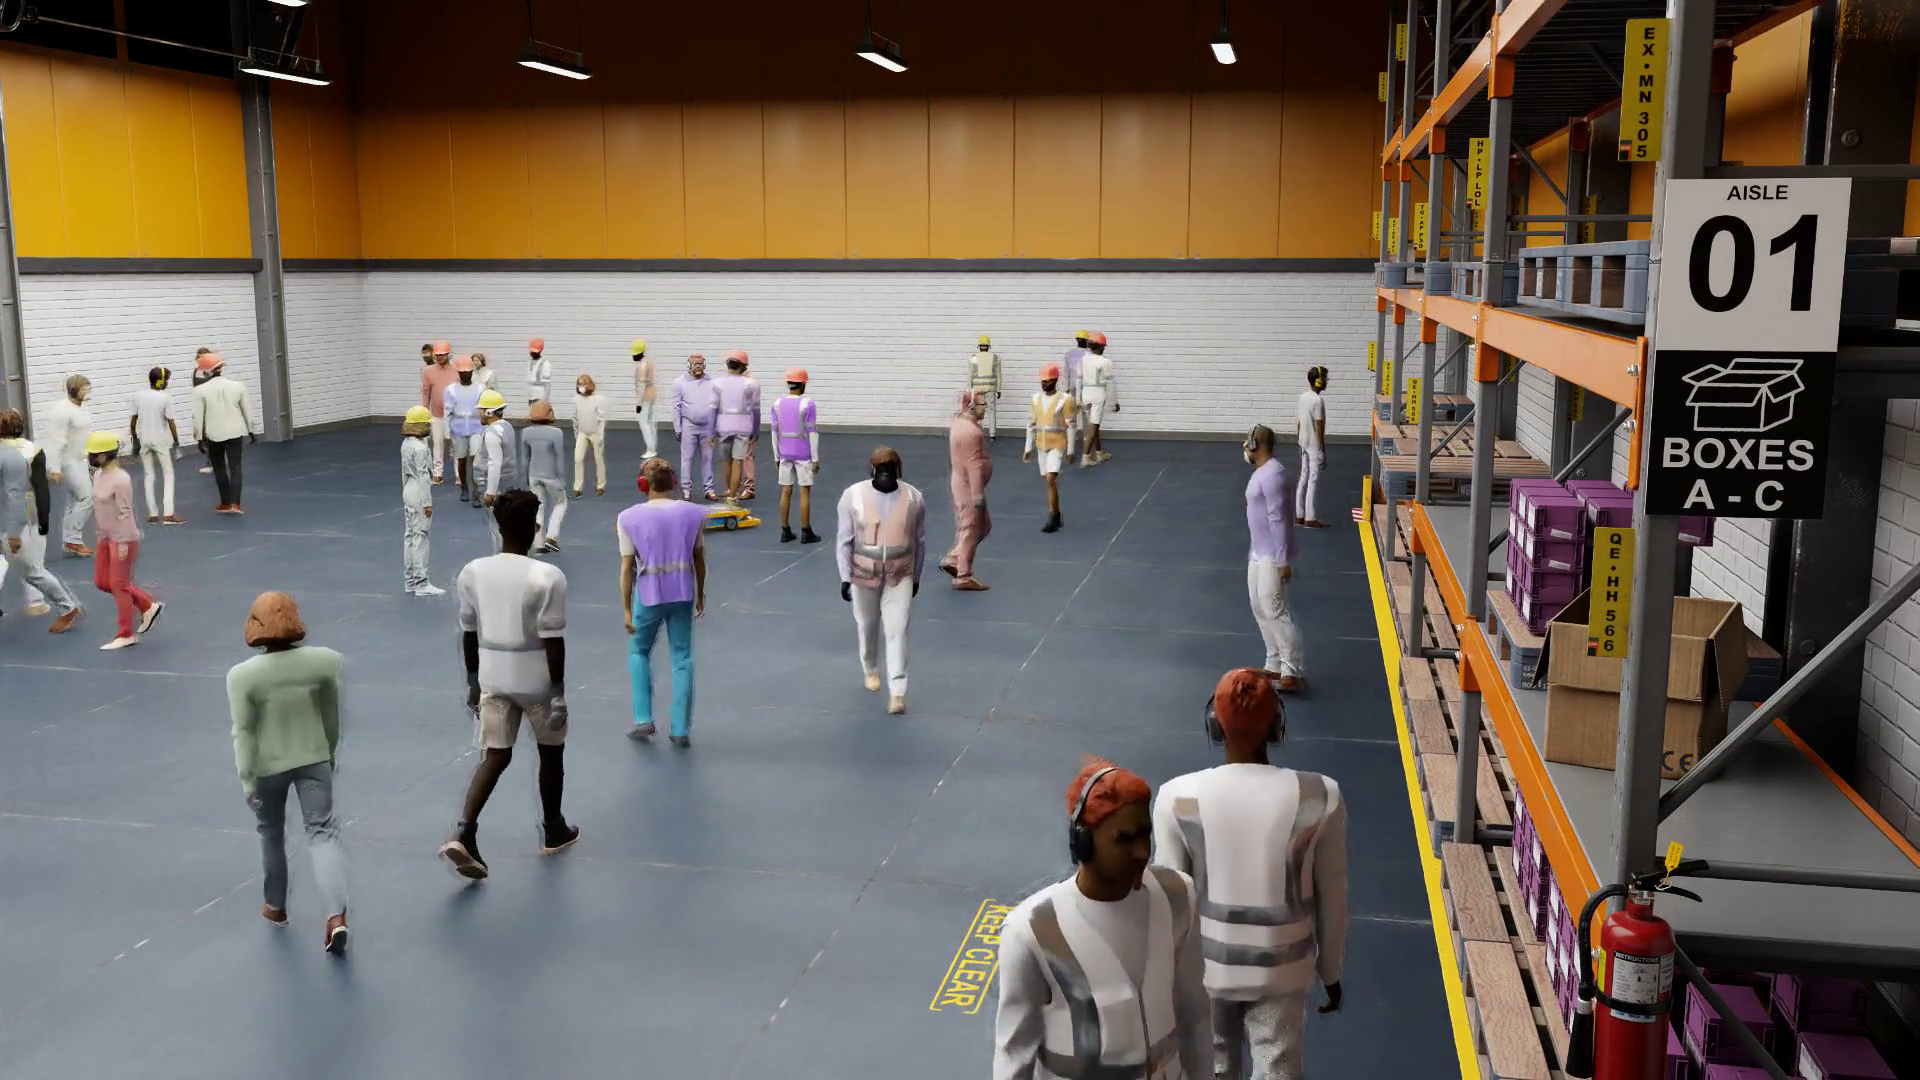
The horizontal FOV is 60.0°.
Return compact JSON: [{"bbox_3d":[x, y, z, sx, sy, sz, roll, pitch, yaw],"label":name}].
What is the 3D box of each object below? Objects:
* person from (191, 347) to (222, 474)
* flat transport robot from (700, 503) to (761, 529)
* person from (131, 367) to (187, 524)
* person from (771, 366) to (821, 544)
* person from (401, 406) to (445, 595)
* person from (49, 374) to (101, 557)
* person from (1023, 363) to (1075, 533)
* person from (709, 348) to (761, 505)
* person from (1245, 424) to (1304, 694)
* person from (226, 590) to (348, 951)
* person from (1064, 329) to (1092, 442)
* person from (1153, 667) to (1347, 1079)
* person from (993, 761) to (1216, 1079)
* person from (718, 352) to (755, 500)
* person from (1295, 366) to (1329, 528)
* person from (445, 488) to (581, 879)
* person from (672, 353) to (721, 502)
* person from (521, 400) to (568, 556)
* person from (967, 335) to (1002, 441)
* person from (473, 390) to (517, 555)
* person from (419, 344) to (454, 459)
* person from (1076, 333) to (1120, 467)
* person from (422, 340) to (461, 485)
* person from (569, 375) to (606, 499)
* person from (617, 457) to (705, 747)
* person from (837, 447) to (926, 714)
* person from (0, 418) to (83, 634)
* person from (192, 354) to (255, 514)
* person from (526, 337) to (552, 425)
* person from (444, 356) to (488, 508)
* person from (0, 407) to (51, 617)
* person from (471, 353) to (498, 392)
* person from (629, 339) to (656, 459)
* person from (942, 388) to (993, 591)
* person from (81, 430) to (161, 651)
[{"bbox_3d":[-10.942,-1.888,24.207,0.540,1.834,0.493,3,10,15],"label":"person"},{"bbox_3d":[-3.052,-0.239,18.974,1.431,0.197,0.652,-7,12,-38],"label":"flat transport robot"},{"bbox_3d":[-9.380,-1.088,19.399,0.609,1.840,0.419,0,9,1],"label":"person"},{"bbox_3d":[-1.772,-0.930,18.127,0.551,1.934,0.373,4,10,23],"label":"person"},{"bbox_3d":[-4.963,-0.366,15.315,0.319,1.742,0.492,-7,12,-36],"label":"person"},{"bbox_3d":[-9.102,-0.749,17.119,0.553,1.911,0.704,-1,9,-5],"label":"person"},{"bbox_3d":[0.979,-1.042,18.877,0.548,1.909,0.738,7,12,38],"label":"person"},{"bbox_3d":[-2.734,-1.351,20.473,0.610,1.989,1.007,1,10,8],"label":"person"},{"bbox_3d":[2.230,0.133,11.873,0.418,1.888,0.812,0,9,0],"label":"person"},{"bbox_3d":[-2.971,1.018,7.415,0.487,1.602,0.816,-7,11,-34],"label":"person"},{"bbox_3d":[2.067,-2.631,28.426,0.585,1.920,0.383,5,11,29],"label":"person"},{"bbox_3d":[0.852,1.307,4.949,0.574,1.851,0.915,2,10,13],"label":"person"},{"bbox_3d":[0.343,1.439,4.176,0.582,1.849,0.972,-7,12,-36],"label":"person"},{"bbox_3d":[-2.876,-1.471,21.483,0.408,1.908,0.643,-9,13,-44],"label":"person"},{"bbox_3d":[4.055,-1.067,19.192,0.332,1.863,0.566,-3,10,-16],"label":"person"},{"bbox_3d":[-2.240,0.706,8.286,0.609,1.940,0.876,3,10,18],"label":"person"},{"bbox_3d":[-3.351,-1.439,21.287,0.641,1.908,0.407,-4,10,-24],"label":"person"},{"bbox_3d":[-4.332,-0.646,17.347,0.521,1.623,0.390,3,10,17],"label":"person"},{"bbox_3d":[0.413,-2.592,28.454,0.601,1.831,0.404,-1,9,-6],"label":"person"},{"bbox_3d":[-4.481,-0.531,16.039,0.404,1.832,0.600,0,9,-3],"label":"person"},{"bbox_3d":[-8.057,-2.107,25.557,0.519,1.837,0.953,2,10,14],"label":"person"},{"bbox_3d":[2.119,-2.107,25.048,0.968,1.999,0.615,-9,13,-44],"label":"person"},{"bbox_3d":[-7.066,-1.744,22.860,0.621,1.992,0.397,-1,9,-6],"label":"person"},{"bbox_3d":[-4.820,-1.327,21.504,0.514,1.604,0.687,2,10,14],"label":"person"},{"bbox_3d":[-1.888,0.386,10.550,0.592,1.824,0.612,-4,10,-25],"label":"person"},{"bbox_3d":[-0.544,0.236,11.544,0.621,1.803,0.957,-1,9,-5],"label":"person"},{"bbox_3d":[-7.639,-0.115,13.375,0.641,1.898,1.025,5,11,27],"label":"person"},{"bbox_3d":[-8.909,-1.276,20.152,0.696,1.955,0.620,-7,12,-35],"label":"person"},{"bbox_3d":[-6.735,-2.279,26.444,0.731,1.892,0.486,9,13,42],"label":"person"},{"bbox_3d":[-6.221,-1.385,20.999,0.557,1.901,0.946,-3,10,-15],"label":"person"},{"bbox_3d":[-8.057,-0.210,14.120,0.631,1.830,0.662,-1,10,-7],"label":"person"},{"bbox_3d":[-7.632,-2.171,26.538,0.535,1.622,0.379,1,9,5],"label":"person"},{"bbox_3d":[-4.967,-2.223,26.124,0.386,1.879,0.747,-1,9,-6],"label":"person"},{"bbox_3d":[0.118,-0.462,15.465,0.425,1.893,0.650,0,9,-2],"label":"person"},{"bbox_3d":[-6.625,-0.009,13.139,0.535,1.745,0.510,8,12,39],"label":"person"}]
